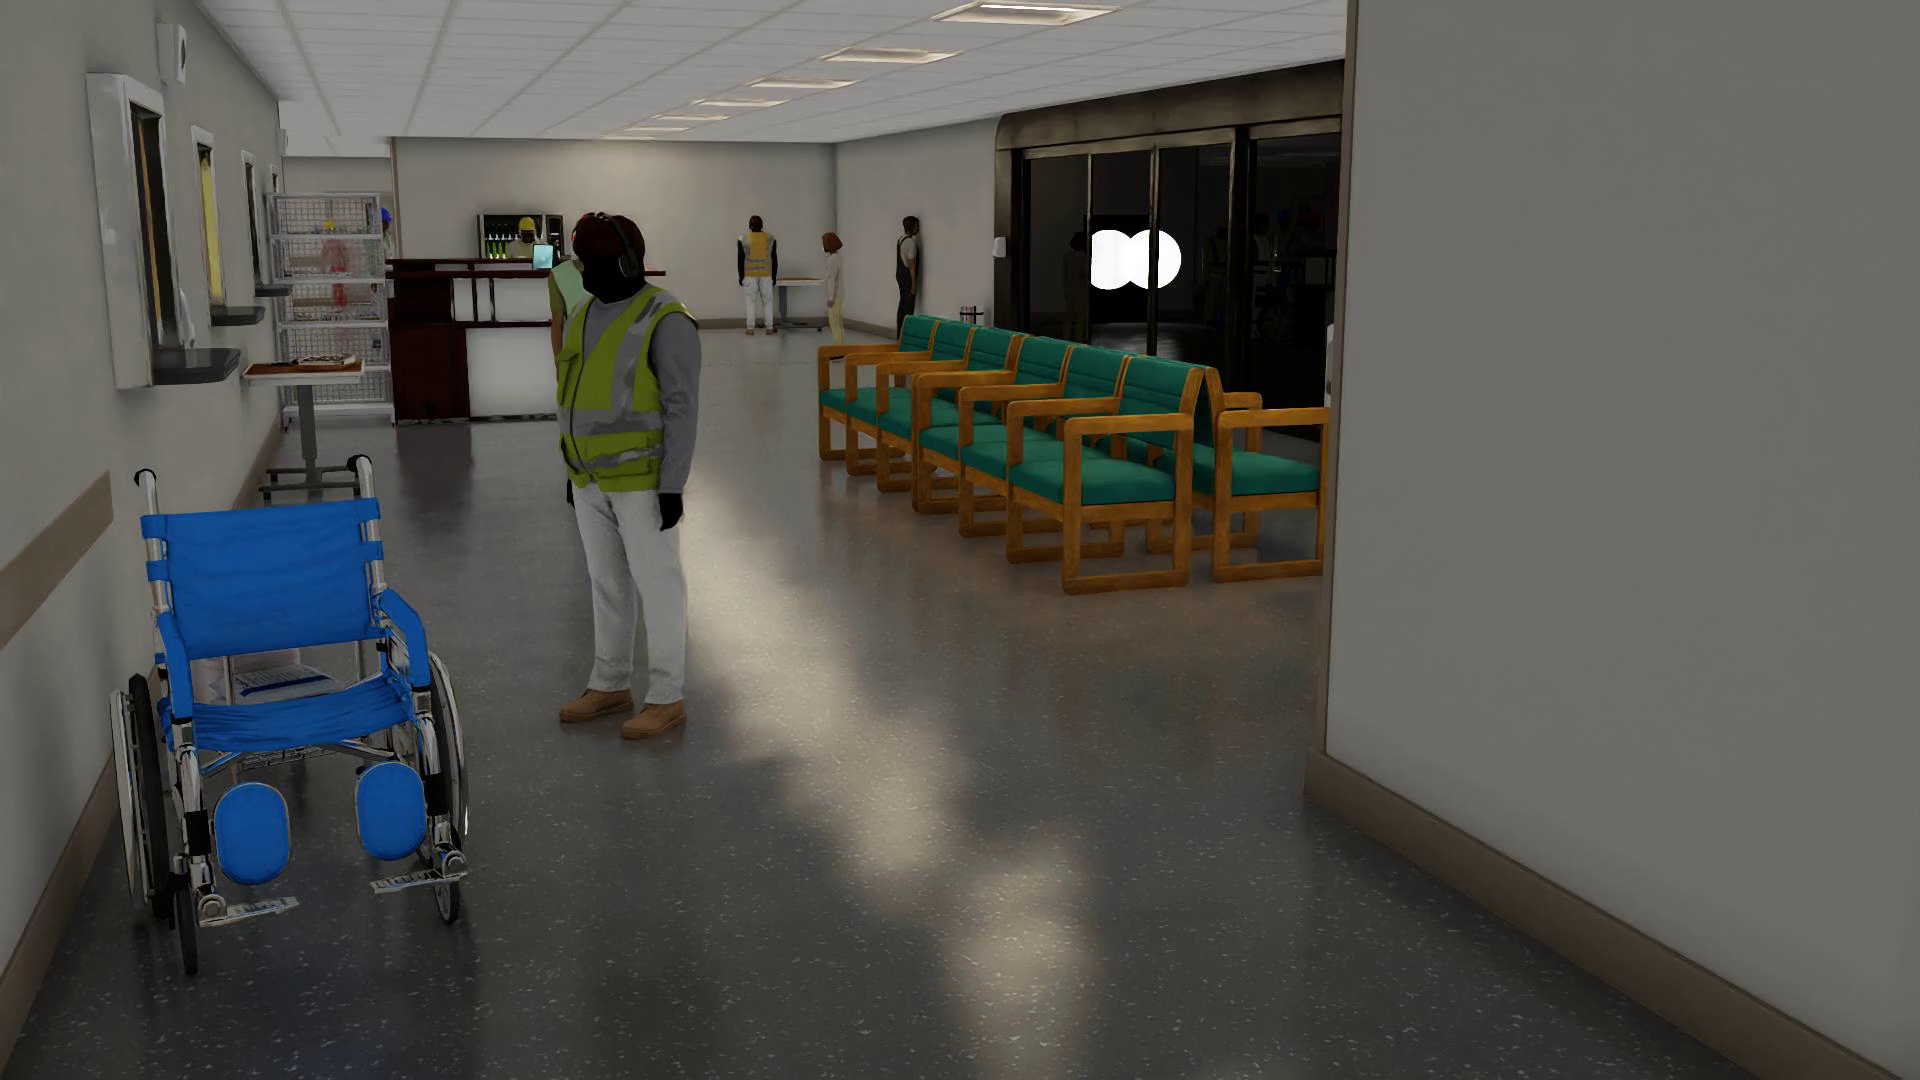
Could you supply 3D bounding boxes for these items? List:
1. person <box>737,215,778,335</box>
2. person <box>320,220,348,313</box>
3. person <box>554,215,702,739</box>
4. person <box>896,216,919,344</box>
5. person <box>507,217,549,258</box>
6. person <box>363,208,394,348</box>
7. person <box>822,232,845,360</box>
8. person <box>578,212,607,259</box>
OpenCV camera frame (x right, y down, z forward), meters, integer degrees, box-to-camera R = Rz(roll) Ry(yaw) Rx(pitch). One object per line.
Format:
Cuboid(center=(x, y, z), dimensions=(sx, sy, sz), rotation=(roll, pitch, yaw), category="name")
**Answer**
Cuboid(center=(-3.137, -4.097, 25.781), dimensions=(0.626, 1.846, 0.429), rotation=(-3, 11, -14), category="person")
Cuboid(center=(-11.911, -5.164, 31.490), dimensions=(0.559, 1.737, 0.717), rotation=(6, 12, 27), category="person")
Cuboid(center=(-1.198, -0.219, 5.899), dimensions=(0.621, 1.838, 0.429), rotation=(9, 14, 38), category="person")
Cuboid(center=(-0.729, -3.645, 23.477), dimensions=(0.342, 1.838, 0.506), rotation=(-4, 12, -21), category="person")
Cuboid(center=(-5.777, -3.417, 22.353), dimensions=(0.602, 1.825, 0.404), rotation=(-2, 11, -11), category="person")
Cuboid(center=(-8.070, -3.658, 23.253), dimensions=(0.404, 1.945, 0.616), rotation=(2, 11, 8), category="person")
Cuboid(center=(-1.619, -3.113, 21.300), dimensions=(0.286, 1.627, 0.504), rotation=(1, 11, 5), category="person")
Cuboid(center=(-3.089, -1.844, 14.160), dimensions=(0.309, 1.864, 0.535), rotation=(-2, 11, -9), category="person")
